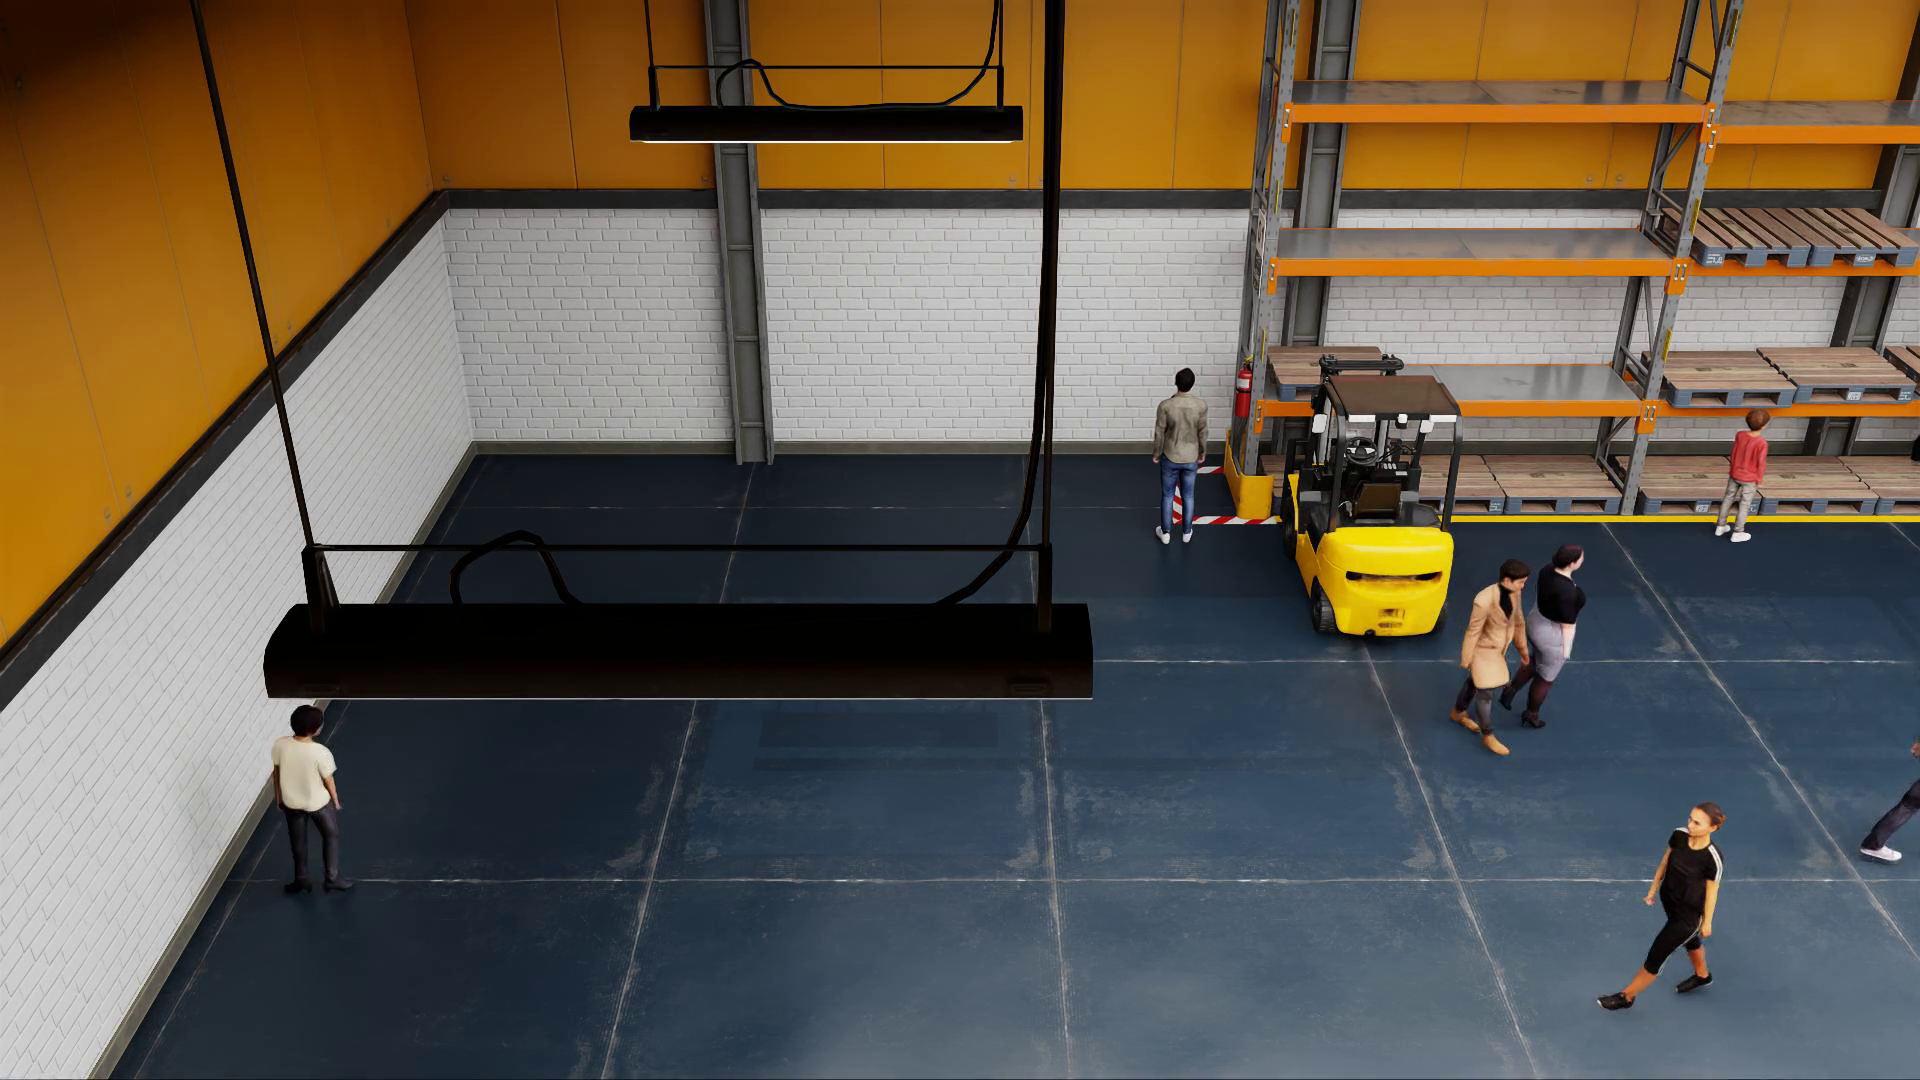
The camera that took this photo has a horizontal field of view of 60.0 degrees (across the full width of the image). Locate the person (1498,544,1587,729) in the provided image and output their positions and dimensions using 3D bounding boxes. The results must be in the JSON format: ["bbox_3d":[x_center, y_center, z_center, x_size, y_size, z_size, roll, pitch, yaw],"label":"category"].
[{"bbox_3d":[4.762,0.801,13.703,0.796,1.744,0.728,-4,29,-7],"label":"person"}]

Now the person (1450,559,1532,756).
[{"bbox_3d":[4.271,0.853,13.661,0.986,1.693,1.016,-21,35,-34],"label":"person"}]

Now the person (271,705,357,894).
[{"bbox_3d":[-4.724,1.888,11.893,0.433,1.568,0.770,-5,29,-8],"label":"person"}]

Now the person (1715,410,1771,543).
[{"bbox_3d":[7.885,-0.659,16.721,0.628,1.416,0.599,-16,33,-27],"label":"person"}]

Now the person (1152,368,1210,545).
[{"bbox_3d":[2.186,-0.831,16.568,0.521,1.865,0.775,-2,29,-3],"label":"person"}]

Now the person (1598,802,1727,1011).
[{"bbox_3d":[4.808,2.397,10.902,1.170,1.625,0.764,-6,29,-11],"label":"person"}]
